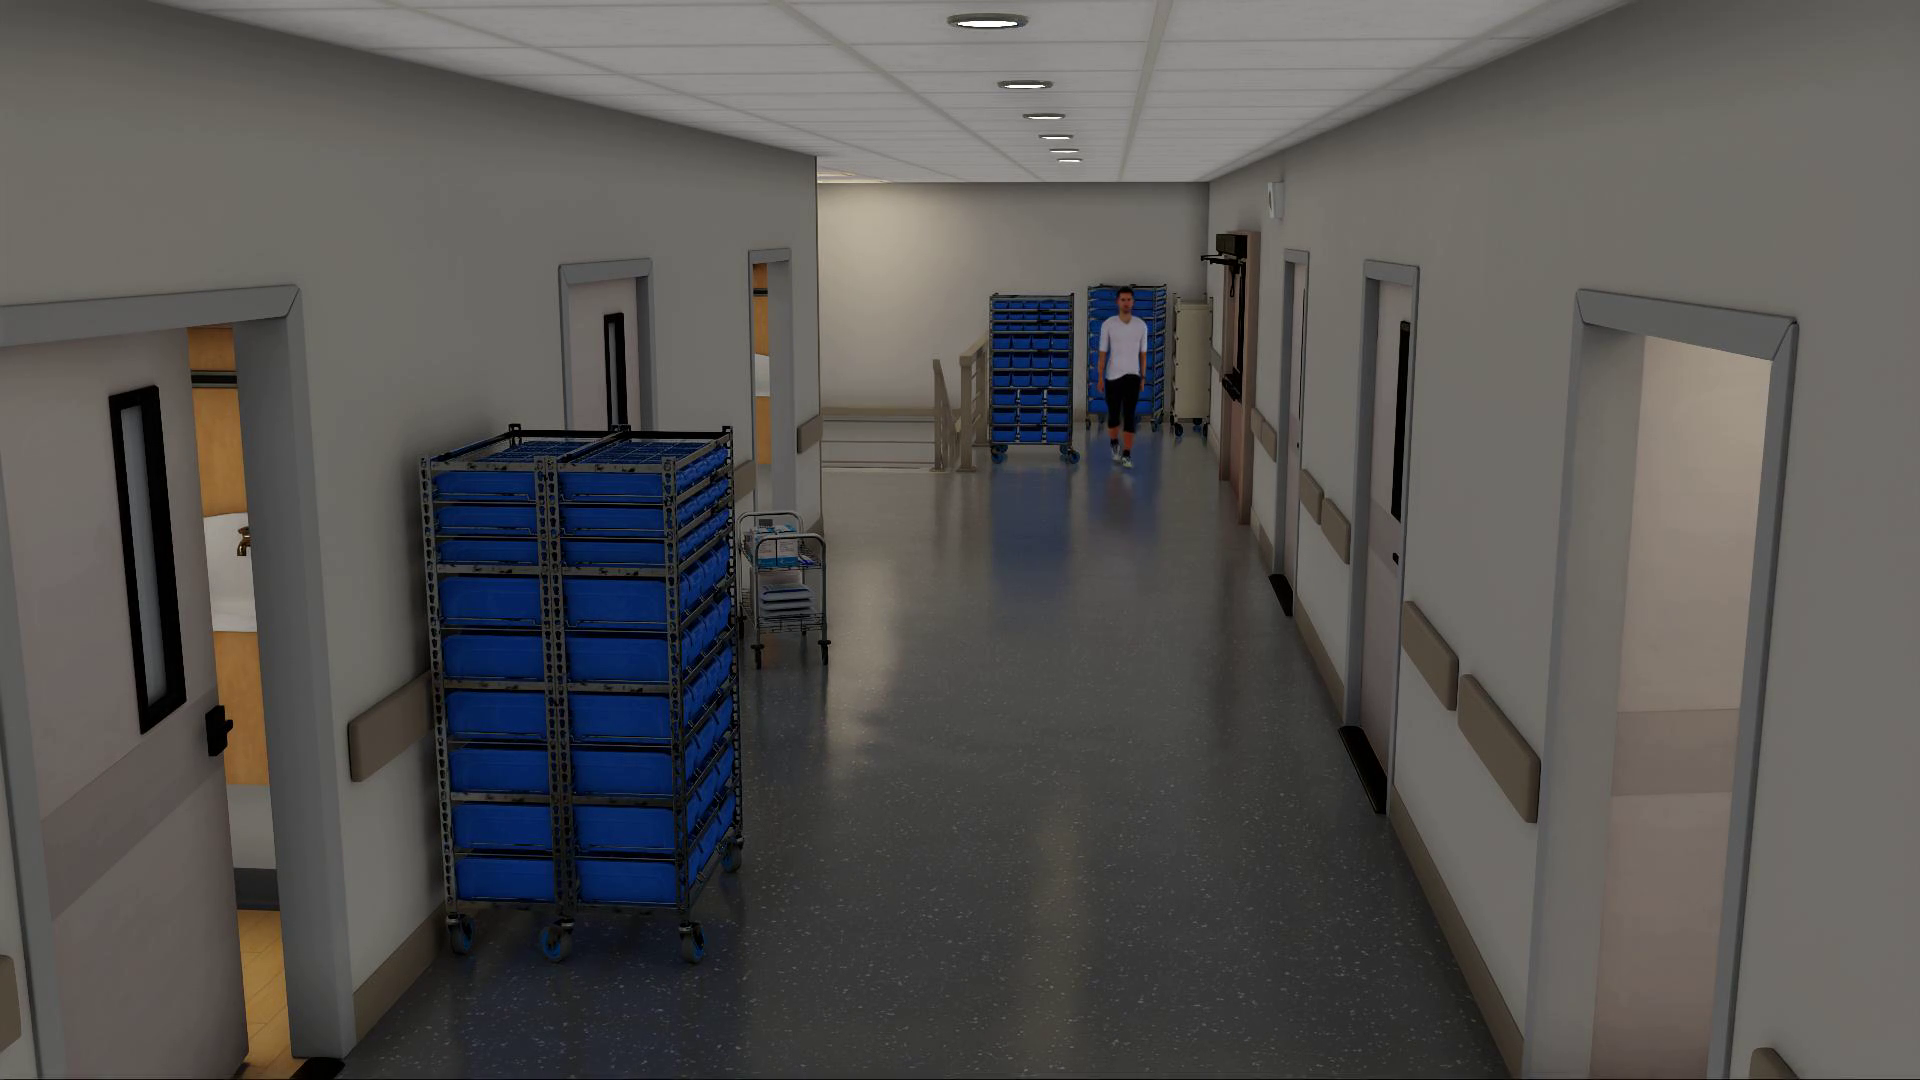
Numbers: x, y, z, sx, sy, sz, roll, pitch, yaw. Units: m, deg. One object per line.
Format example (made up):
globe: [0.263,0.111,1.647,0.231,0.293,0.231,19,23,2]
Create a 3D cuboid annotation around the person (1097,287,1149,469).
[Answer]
person: [1.658,-1.671,17.165,0.750,1.821,1.235,0,11,0]
